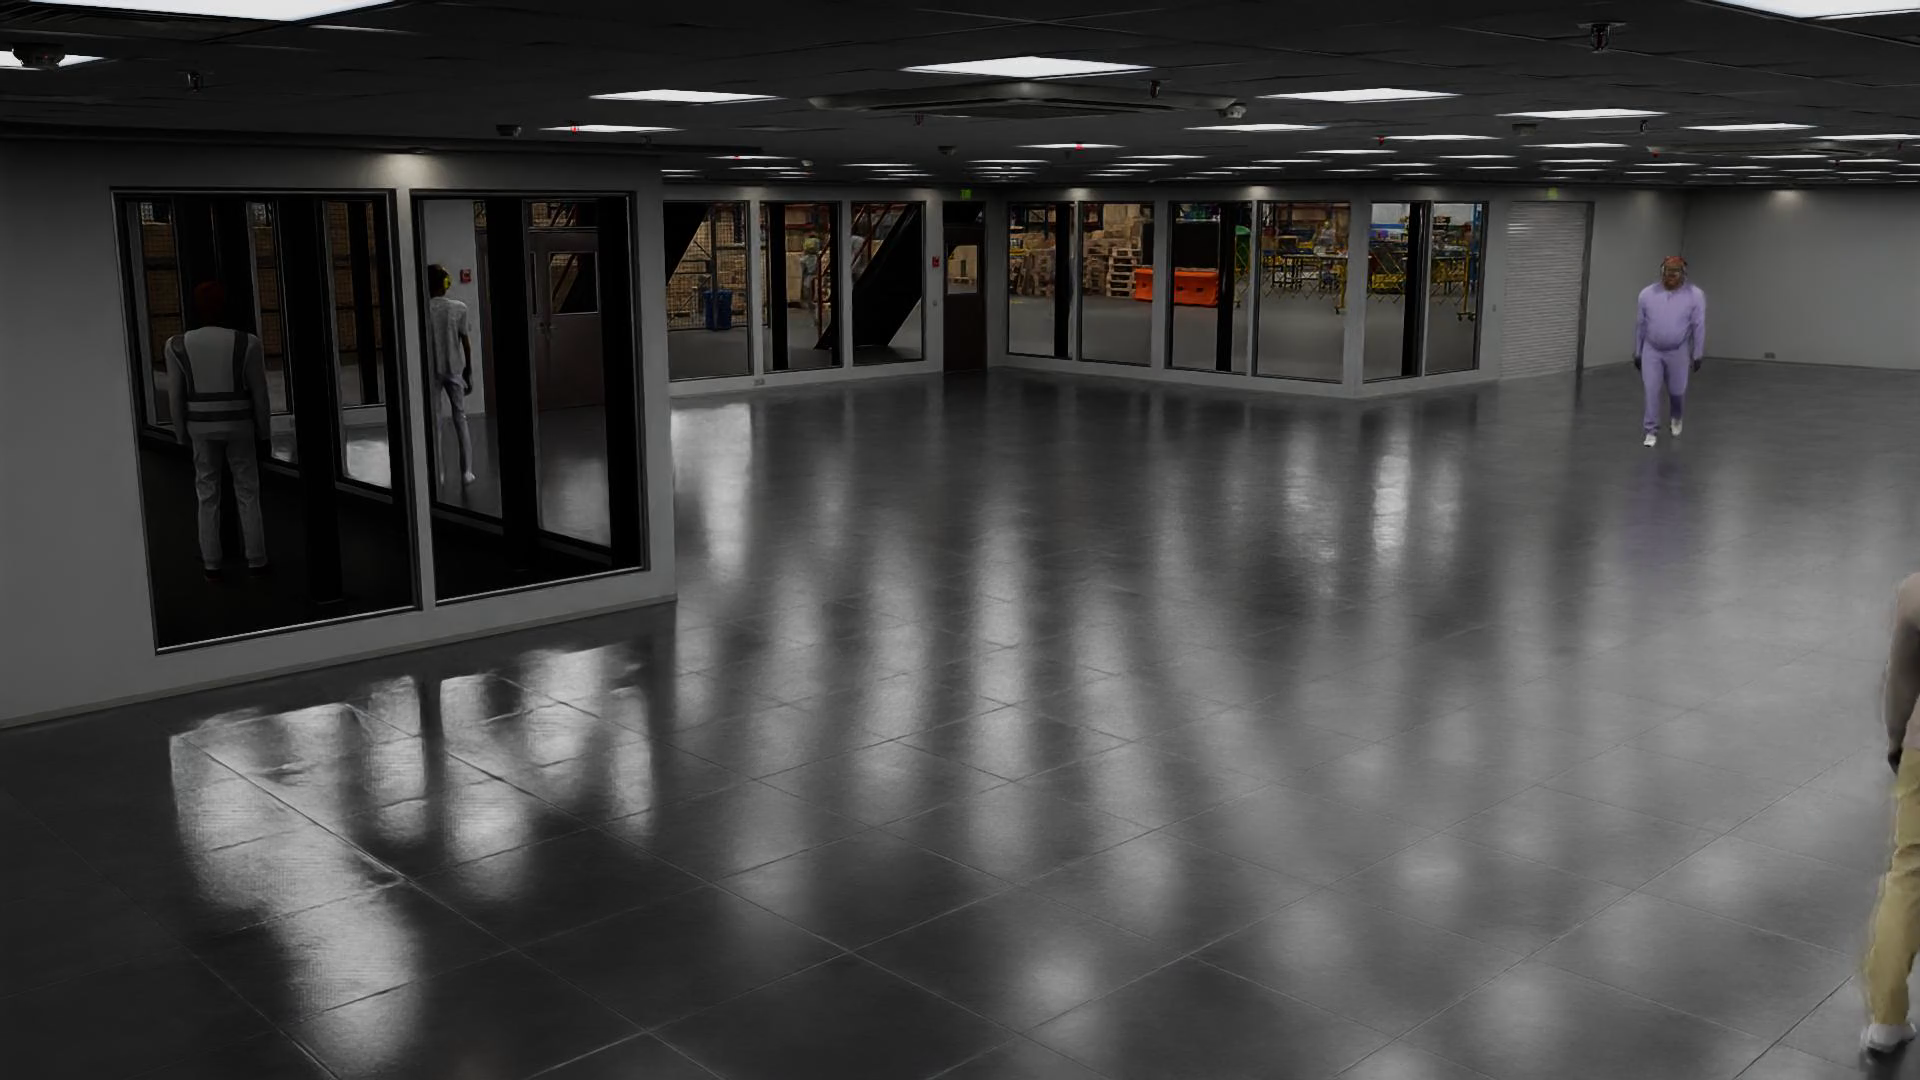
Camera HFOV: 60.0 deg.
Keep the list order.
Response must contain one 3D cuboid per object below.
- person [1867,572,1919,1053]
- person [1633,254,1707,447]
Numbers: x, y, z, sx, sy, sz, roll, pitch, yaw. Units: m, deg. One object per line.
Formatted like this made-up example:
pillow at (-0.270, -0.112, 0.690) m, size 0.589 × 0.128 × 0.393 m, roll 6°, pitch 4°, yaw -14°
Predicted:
person at (2.848, 0.616, 4.654) m, size 0.846 × 1.595 × 0.518 m, roll -9°, pitch 14°, yaw -38°
person at (7.001, -1.879, 16.447) m, size 0.654 × 1.886 × 0.668 m, roll 5°, pitch 13°, yaw 26°
